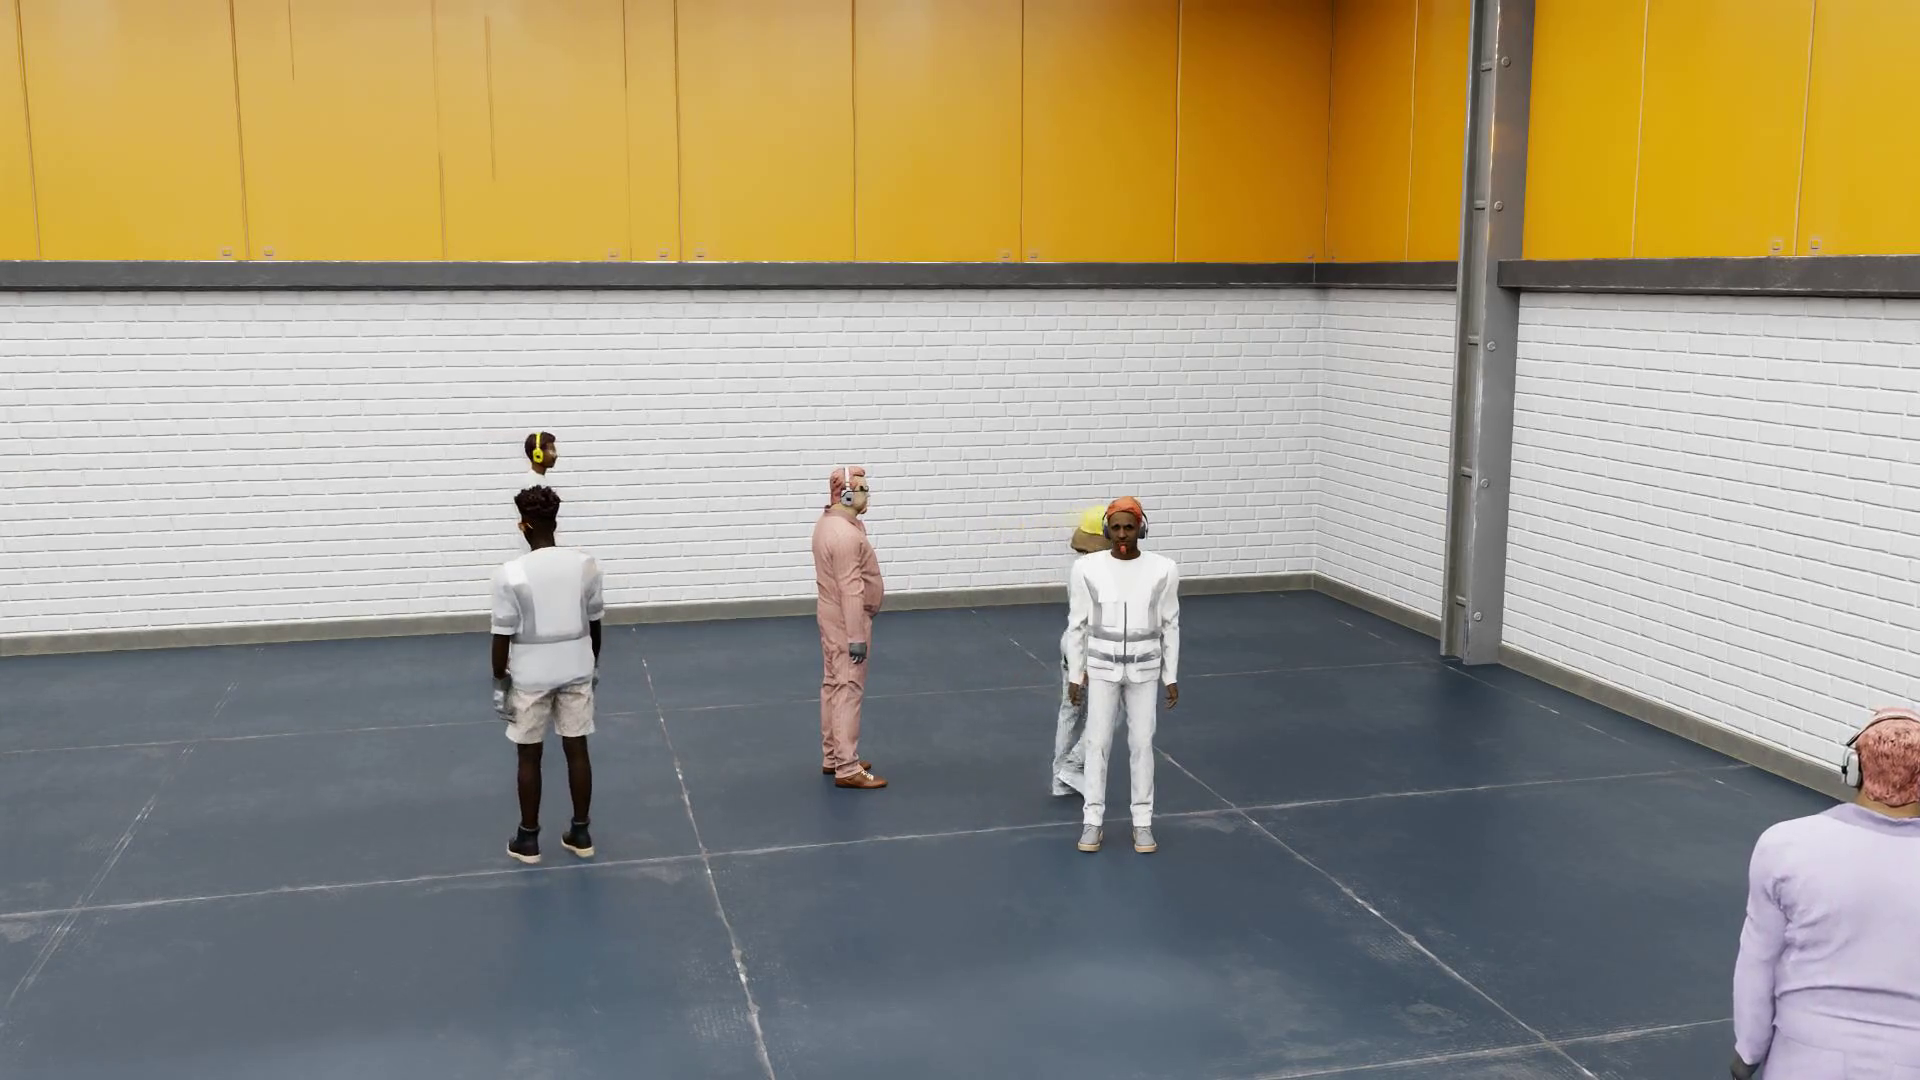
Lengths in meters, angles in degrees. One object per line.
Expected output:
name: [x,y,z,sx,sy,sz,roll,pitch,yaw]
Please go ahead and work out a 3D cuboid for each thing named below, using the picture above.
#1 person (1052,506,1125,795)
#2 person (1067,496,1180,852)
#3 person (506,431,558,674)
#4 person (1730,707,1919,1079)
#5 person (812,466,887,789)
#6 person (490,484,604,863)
person: [0.724,0.653,9.532,0.427,1.715,0.579,-1,9,-8]
person: [0.853,0.706,8.712,0.586,1.879,0.341,1,9,4]
person: [-3.170,0.115,12.558,0.563,1.892,0.571,-1,9,-5]
person: [2.412,1.383,4.447,0.646,1.901,0.401,4,10,22]
person: [-0.651,0.510,9.859,0.408,1.908,0.646,-3,9,-16]
person: [-2.122,0.688,8.575,0.615,1.962,0.400,-6,11,-33]
